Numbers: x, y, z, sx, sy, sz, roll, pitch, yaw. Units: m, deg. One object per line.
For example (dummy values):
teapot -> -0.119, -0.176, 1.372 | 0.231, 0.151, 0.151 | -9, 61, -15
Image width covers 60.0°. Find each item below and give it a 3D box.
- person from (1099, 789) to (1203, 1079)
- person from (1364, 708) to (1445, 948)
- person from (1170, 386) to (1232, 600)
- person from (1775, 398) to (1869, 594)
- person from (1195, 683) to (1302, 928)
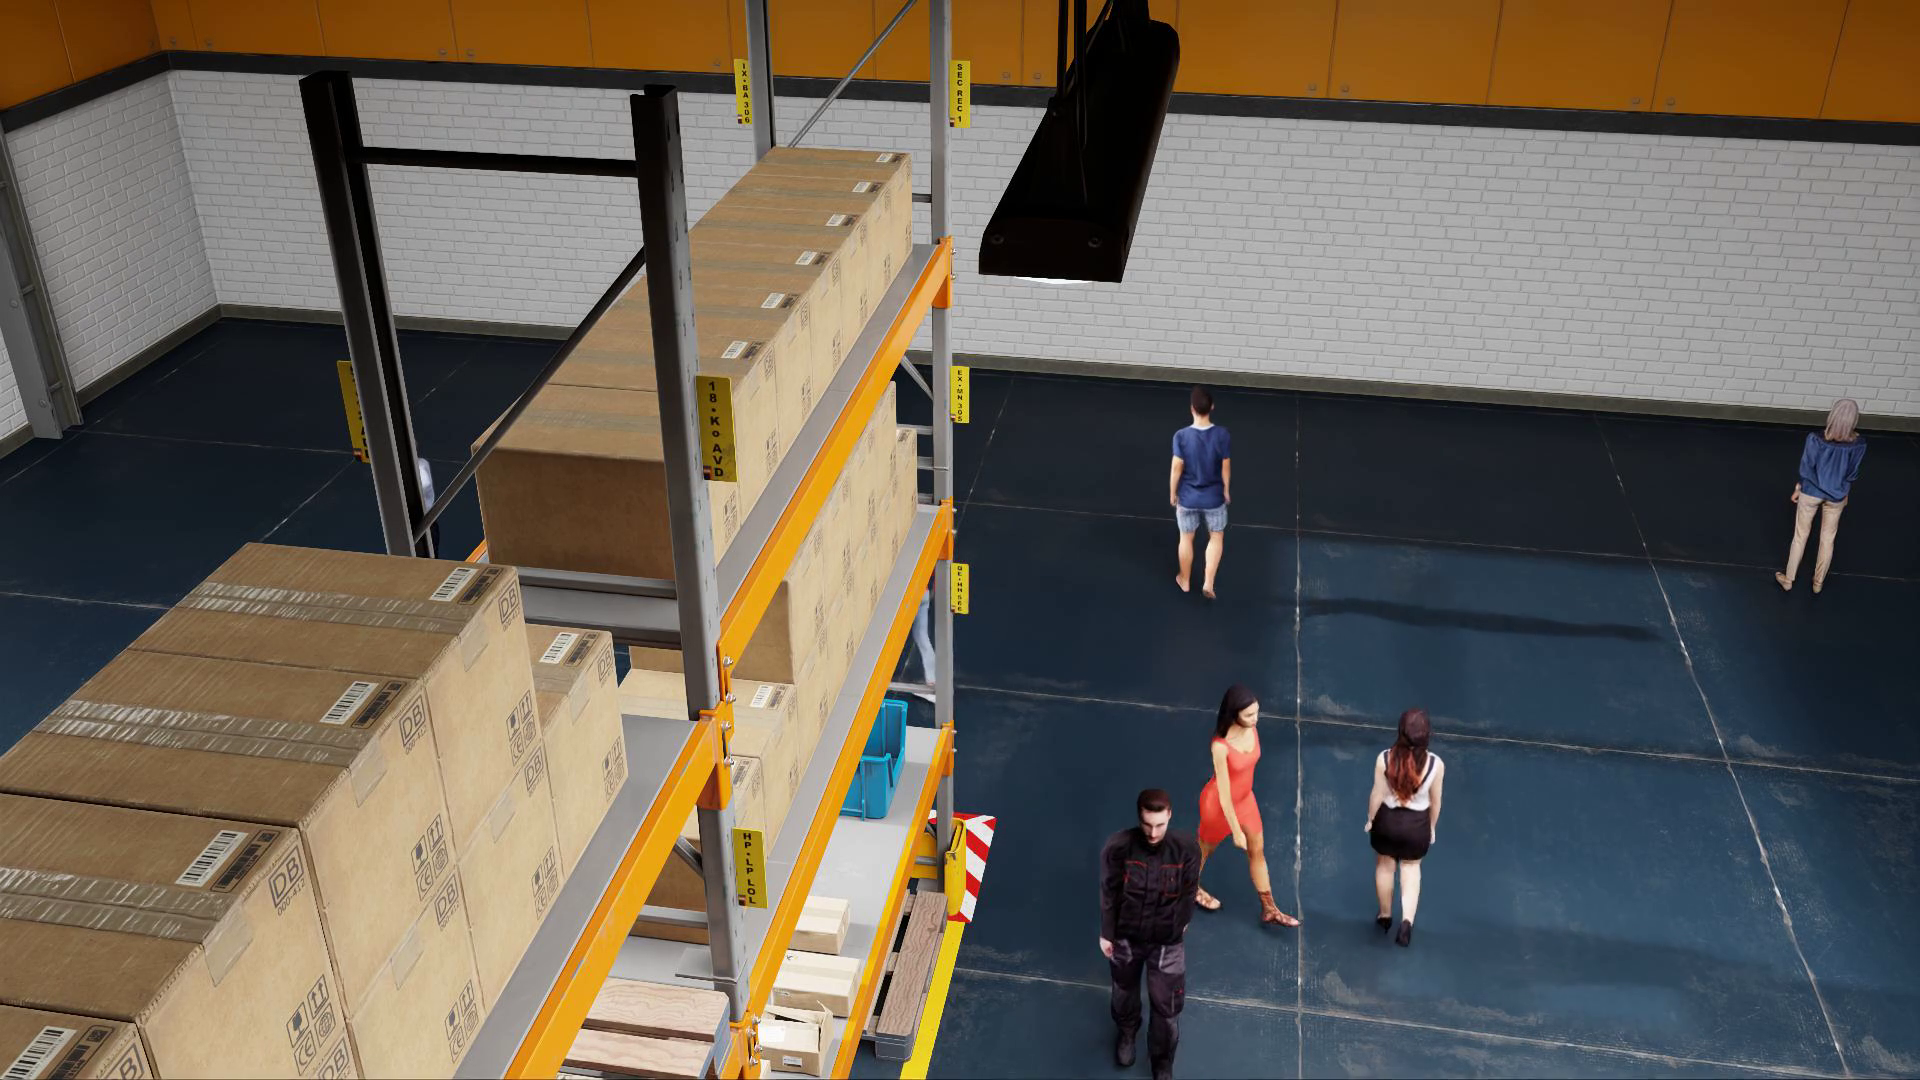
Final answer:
person -> 0.994, 2.054, 8.935 | 0.689, 1.889, 0.799 | 4, 29, 8
person -> 2.593, 1.743, 9.769 | 0.581, 1.636, 0.775 | 3, 29, 5
person -> 1.952, -0.329, 13.361 | 0.721, 1.834, 0.899 | 1, 29, 2
person -> 7.038, -0.365, 13.570 | 0.606, 1.697, 0.549 | 5, 29, 10
person -> 1.526, 1.576, 10.020 | 0.956, 1.689, 1.028 | 21, 35, 34
